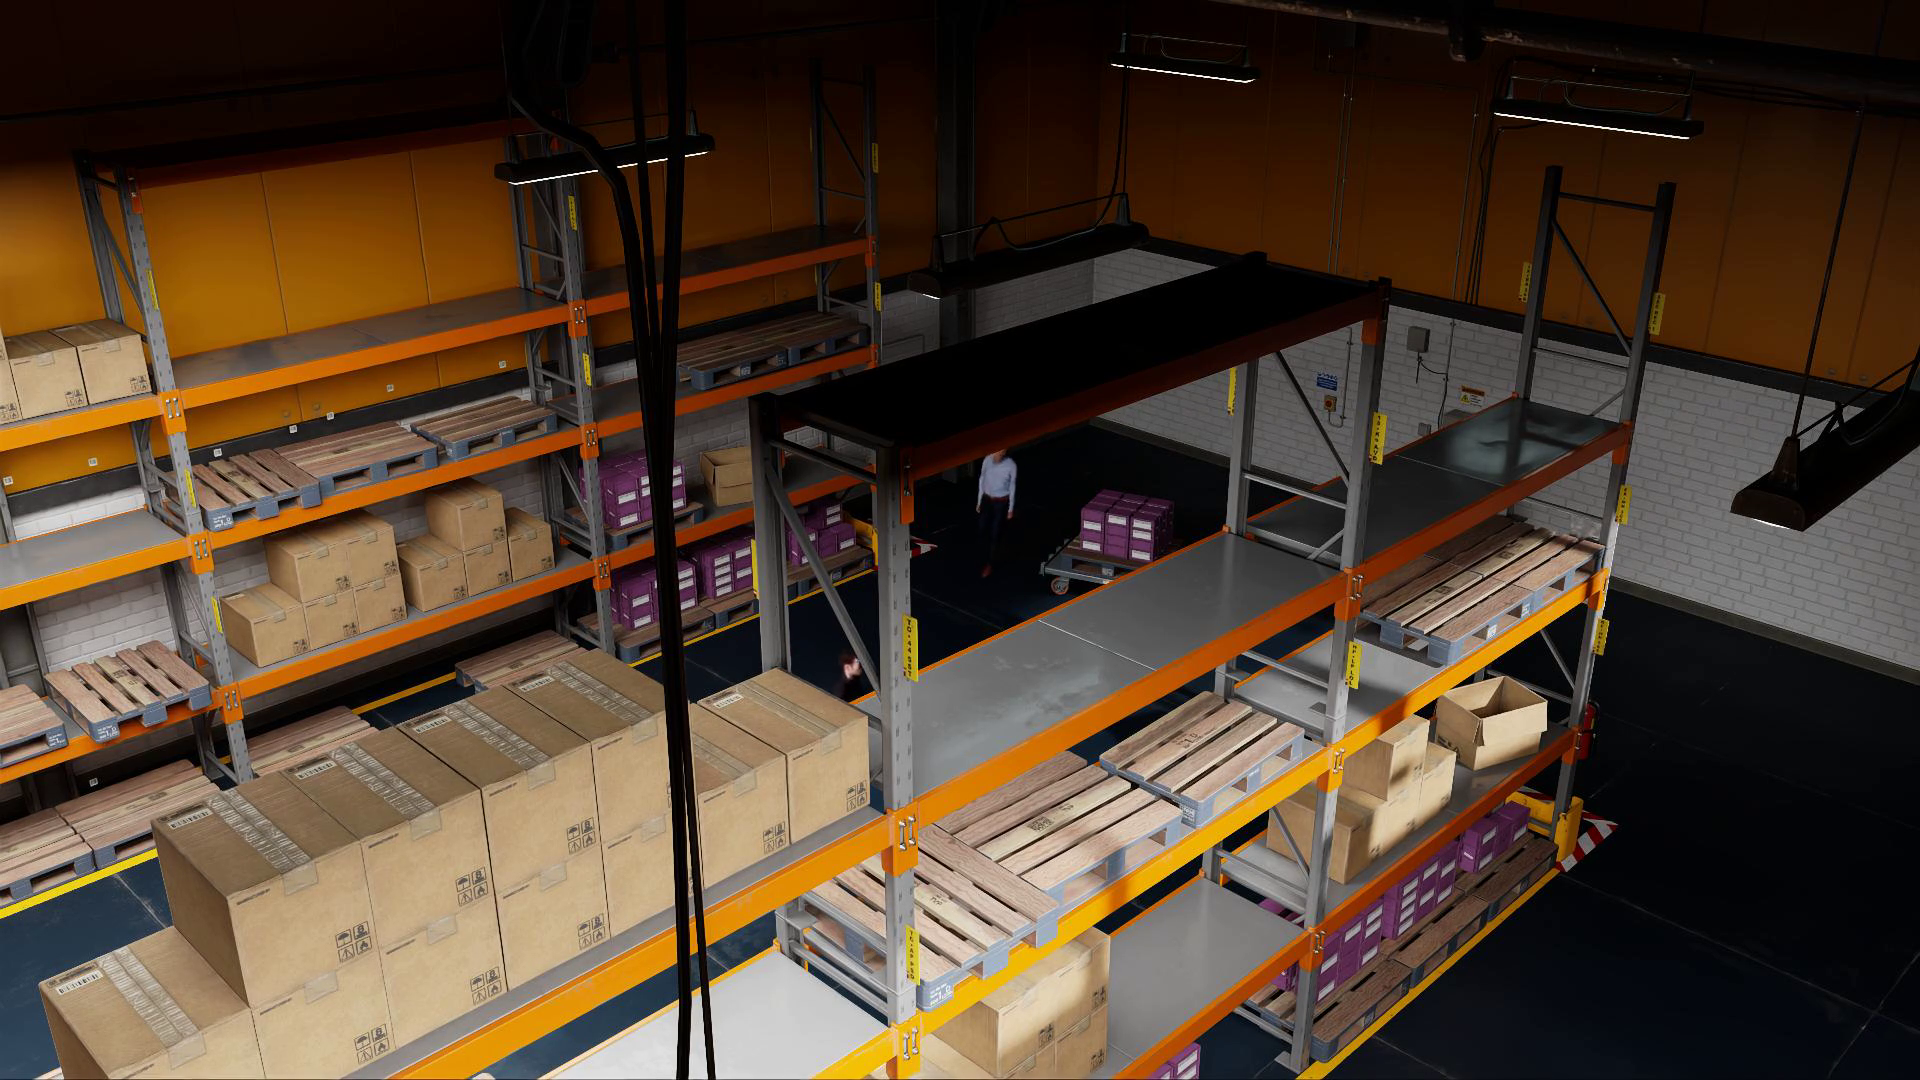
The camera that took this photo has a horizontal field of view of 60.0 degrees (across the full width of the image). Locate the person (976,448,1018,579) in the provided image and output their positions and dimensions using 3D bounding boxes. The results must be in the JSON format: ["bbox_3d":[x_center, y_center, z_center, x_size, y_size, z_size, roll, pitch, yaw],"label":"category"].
[{"bbox_3d":[0.476,-0.441,20.183,0.837,1.761,1.029,14,27,29],"label":"person"}]

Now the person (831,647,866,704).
[{"bbox_3d":[-1.037,1.806,14.869,1.050,1.900,1.066,6,24,13],"label":"person"}]
